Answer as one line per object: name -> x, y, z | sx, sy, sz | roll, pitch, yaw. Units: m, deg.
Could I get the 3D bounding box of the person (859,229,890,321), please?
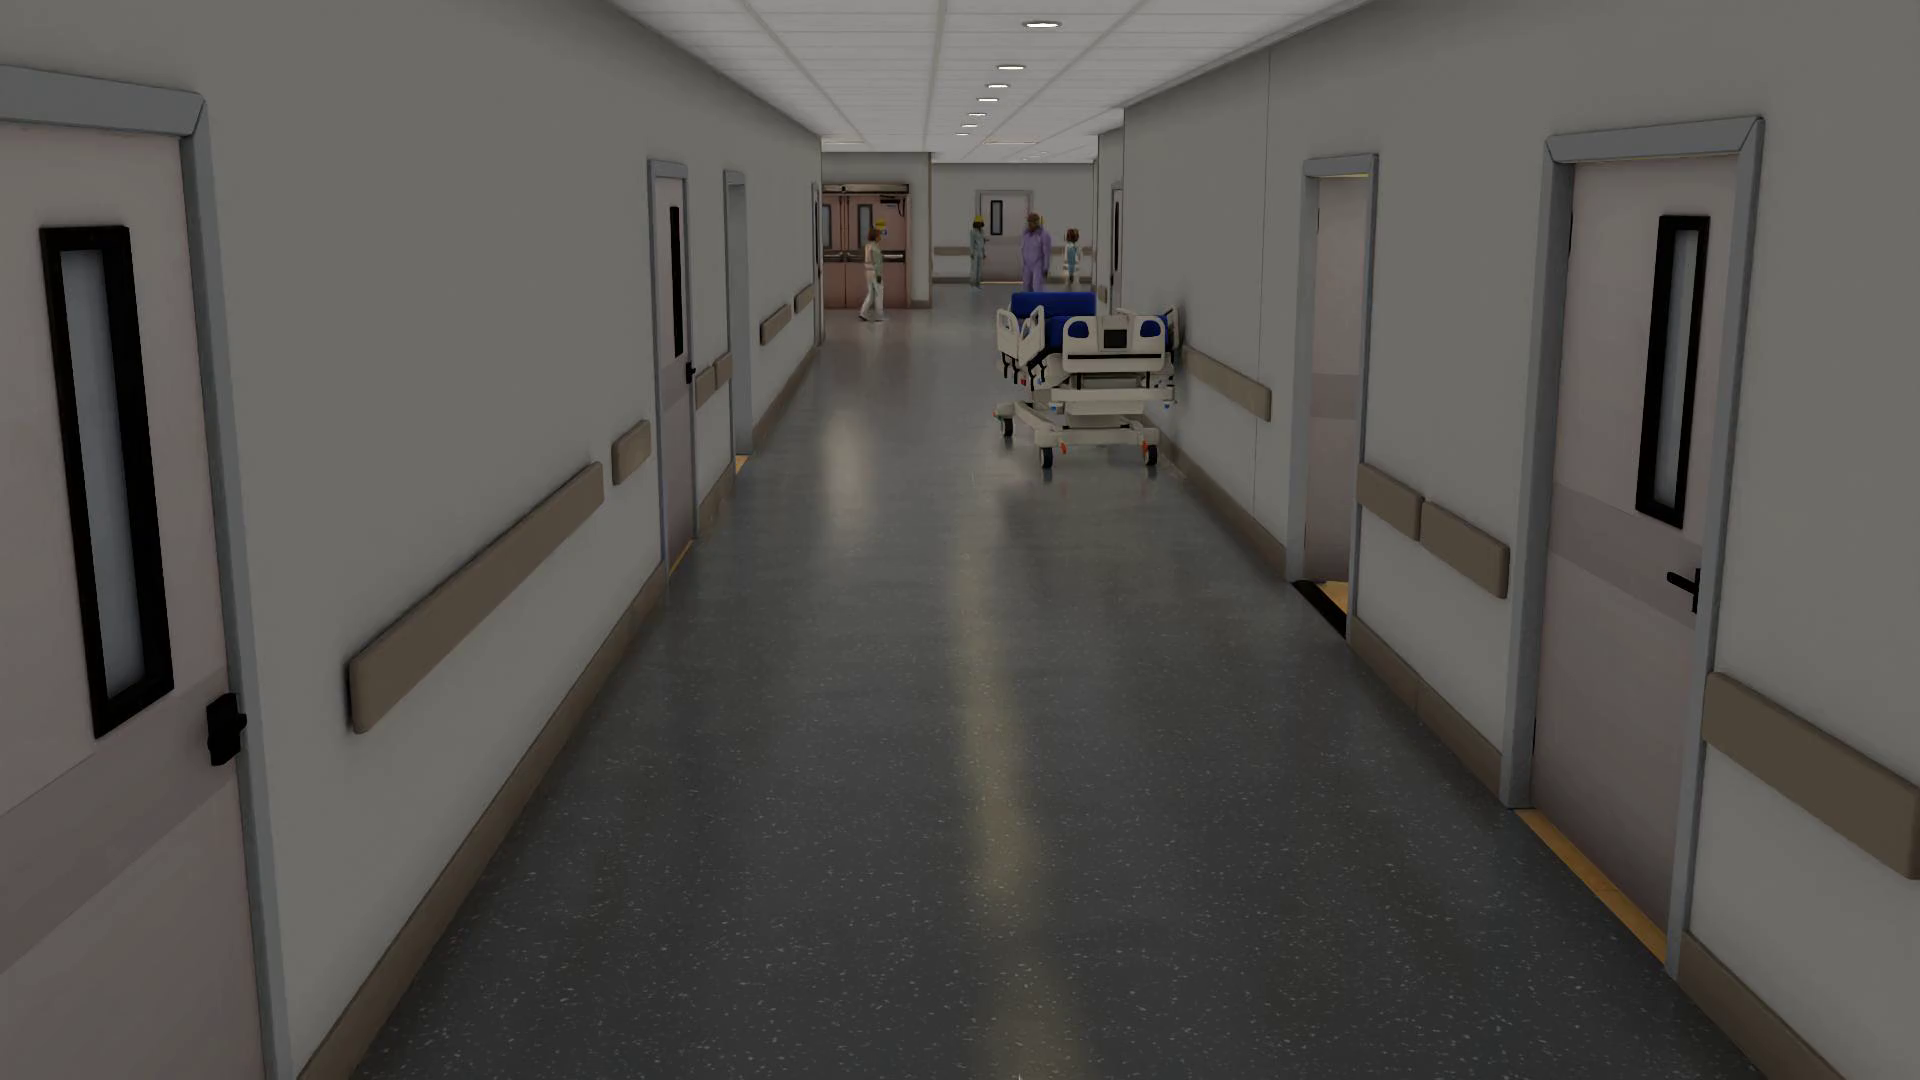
person -> -1.519, -4.620, 29.055 | 0.548, 1.620, 0.558 | -5, 13, -24

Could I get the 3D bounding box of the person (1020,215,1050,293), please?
person -> 1.467, -5.478, 32.744 | 0.722, 1.813, 0.593 | 10, 15, 40

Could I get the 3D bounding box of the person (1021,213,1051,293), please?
person -> 1.380, -4.920, 29.846 | 0.520, 1.882, 0.687 | -11, 16, -43

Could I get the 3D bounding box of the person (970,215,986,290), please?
person -> 0.428, -6.775, 39.235 | 0.311, 1.743, 0.489 | 9, 14, 37
